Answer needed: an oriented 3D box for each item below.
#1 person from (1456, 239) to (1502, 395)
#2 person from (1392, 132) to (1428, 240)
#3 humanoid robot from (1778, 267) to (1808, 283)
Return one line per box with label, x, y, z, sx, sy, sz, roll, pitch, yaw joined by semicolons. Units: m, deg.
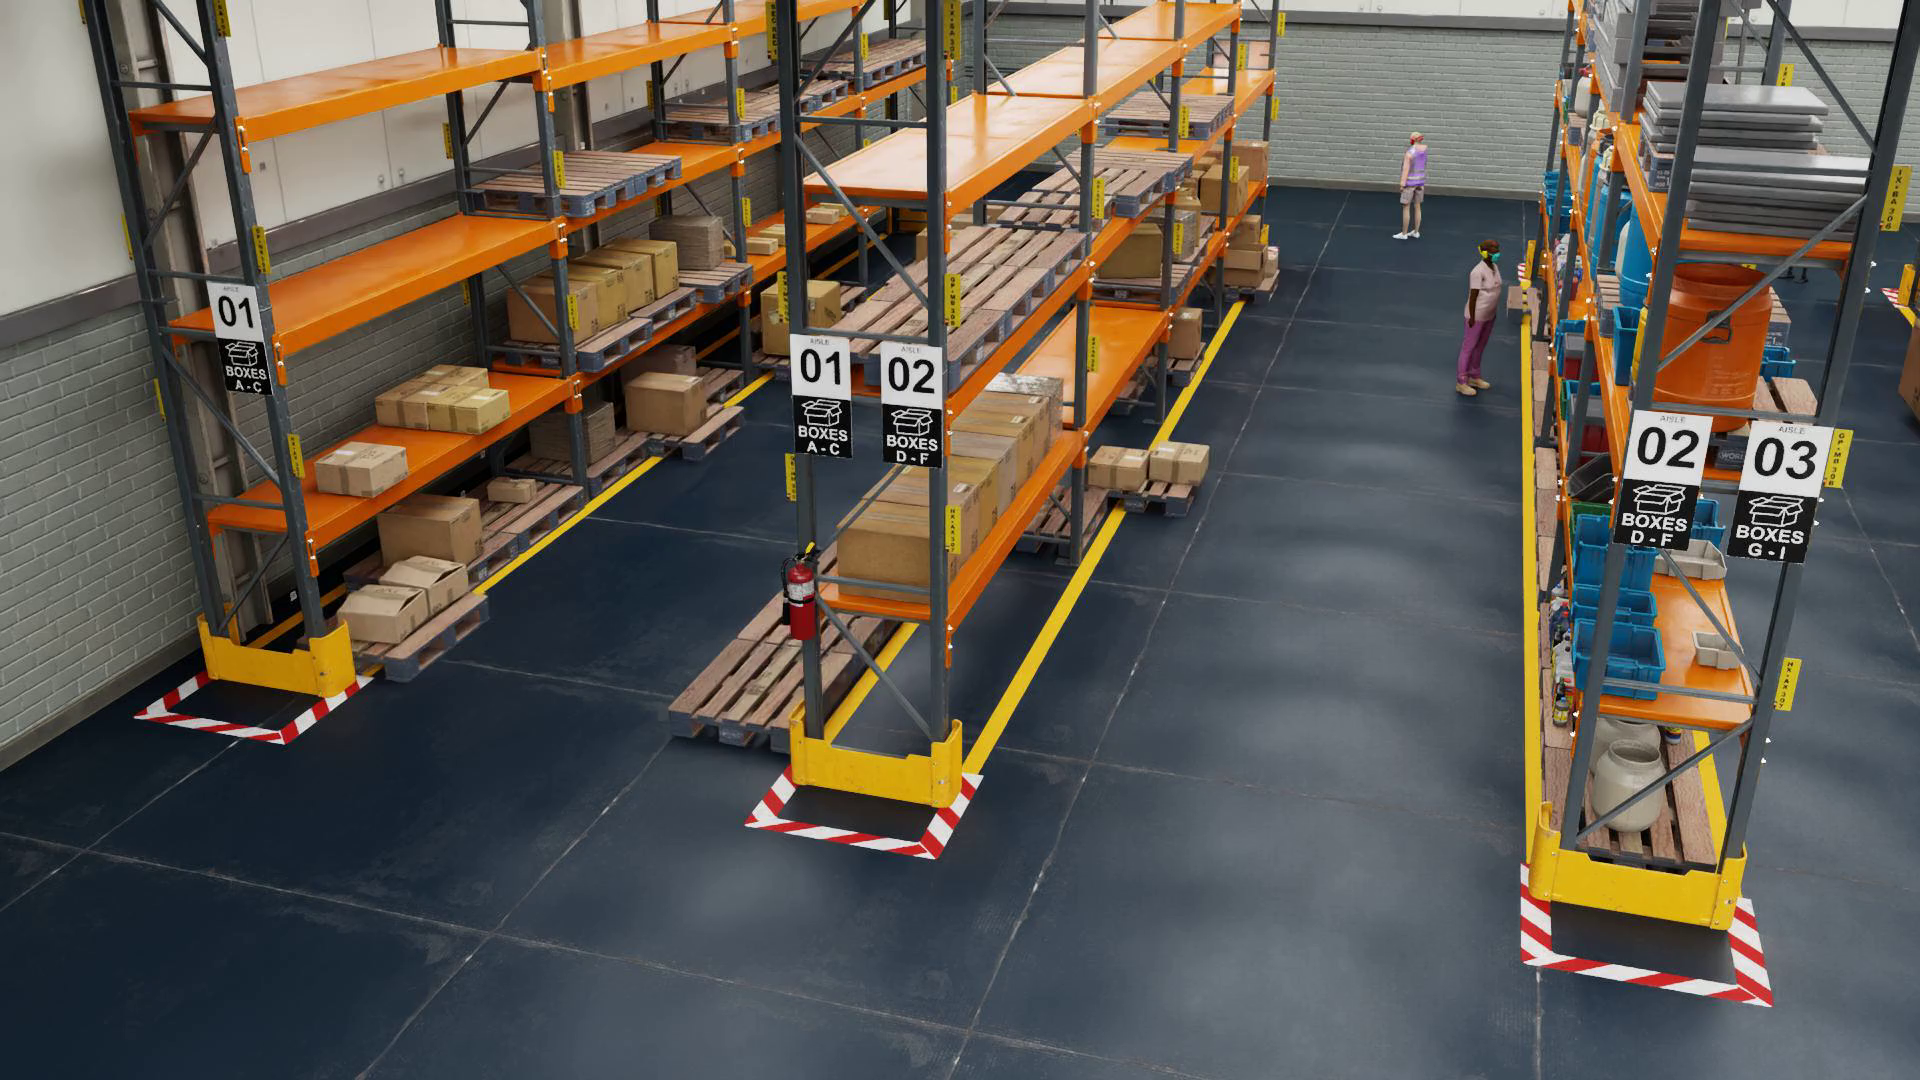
person;6.038;-2.592;19.248;0.542;1.800;0.328;-21;31;-40
person;7.187;-5.623;26.420;0.489;1.688;0.345;-14;27;-29
humanoid robot;12.157;-4.540;23.904;0.315;1.657;0.599;-9;25;-19
